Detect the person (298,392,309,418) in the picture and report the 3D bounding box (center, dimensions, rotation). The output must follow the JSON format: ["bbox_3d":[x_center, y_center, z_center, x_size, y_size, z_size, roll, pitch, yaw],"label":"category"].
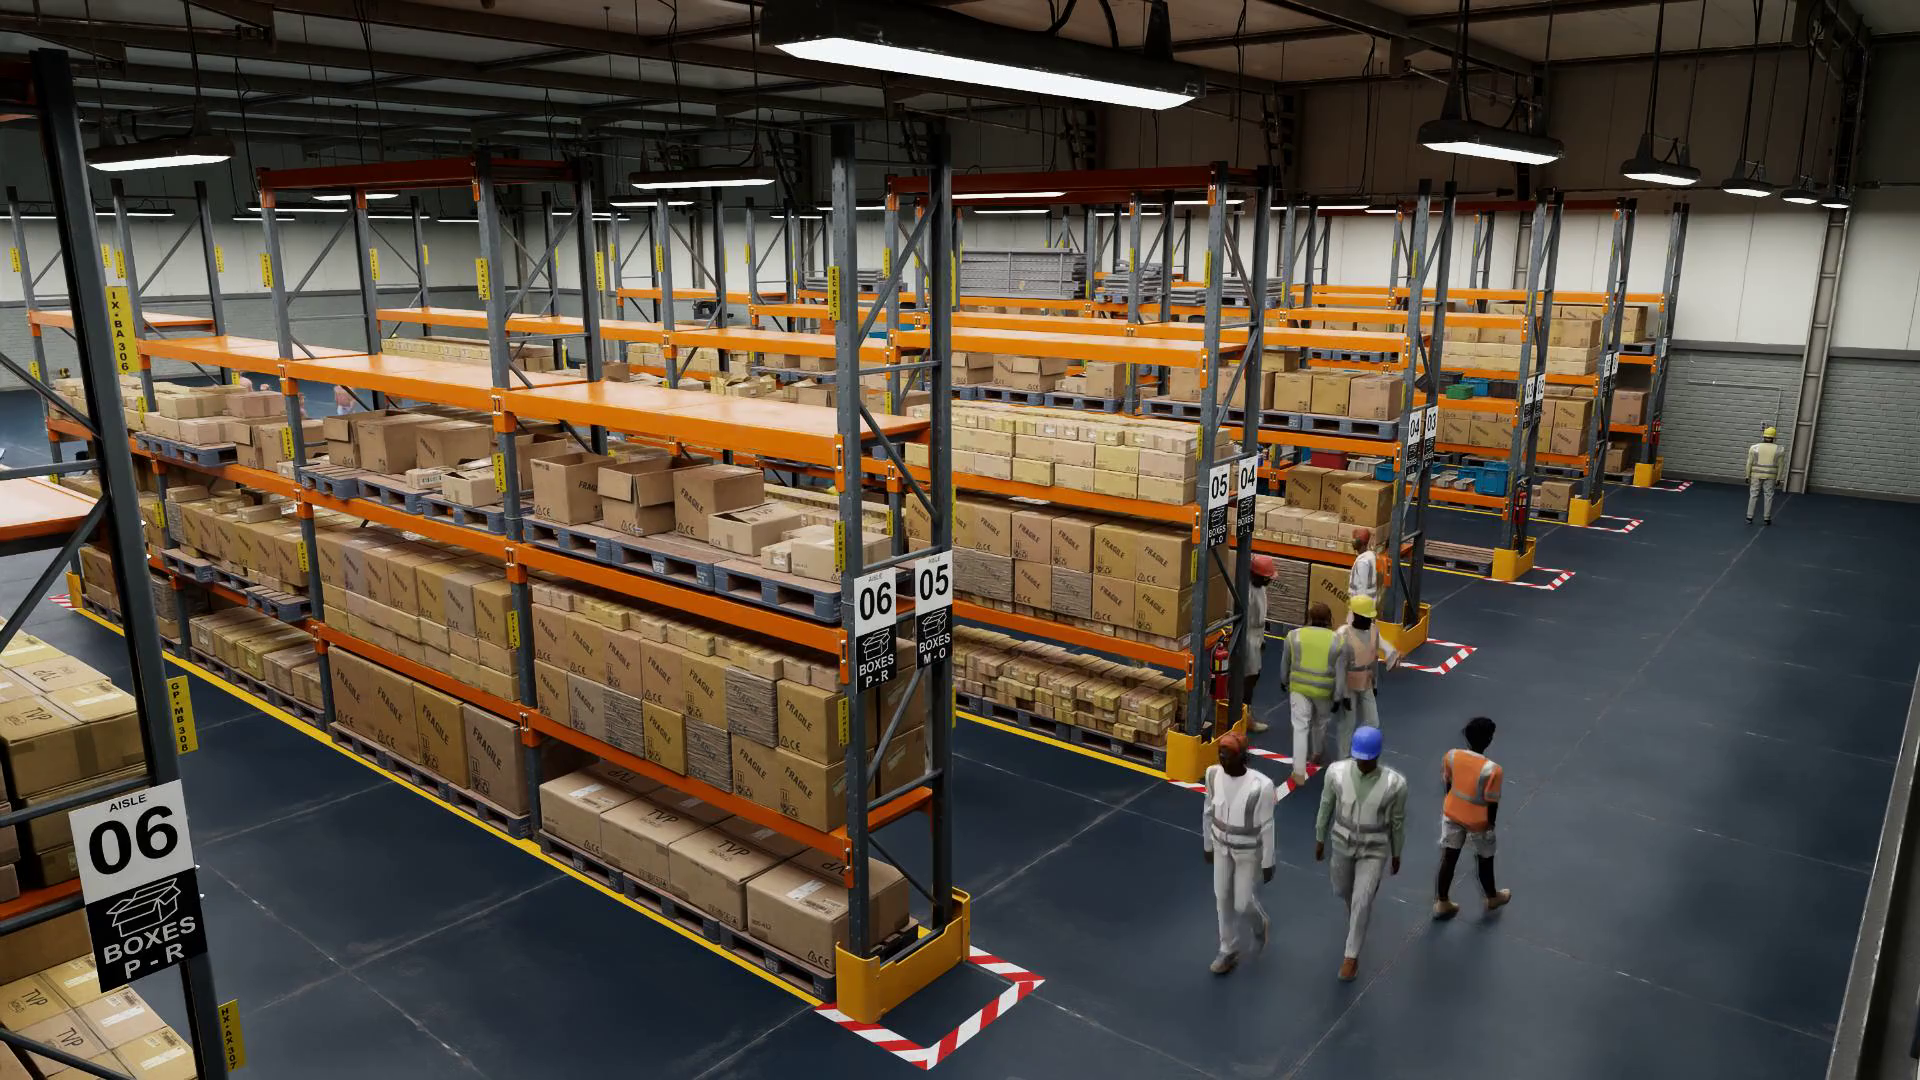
[{"bbox_3d":[-15.101,-2.423,28.699,0.817,1.879,0.644,-8,16,-31],"label":"person"}]

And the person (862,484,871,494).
[{"bbox_3d":[-2.138,-2.019,26.771,0.941,2.000,0.696,12,18,41],"label":"person"}]

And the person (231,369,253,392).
[{"bbox_3d":[-19.369,-3.710,33.966,0.655,1.887,0.773,-12,18,-40],"label":"person"}]

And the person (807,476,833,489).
[{"bbox_3d":[-2.999,-1.966,27.133,0.532,1.724,0.900,-8,16,-30],"label":"person"}]

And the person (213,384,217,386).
[{"bbox_3d":[-17.336,-2.687,29.564,0.663,1.969,0.648,-11,17,-37],"label":"person"}]

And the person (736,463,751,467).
[{"bbox_3d":[-5.157,-2.777,29.793,0.396,2.042,0.610,-13,19,-43],"label":"person"}]

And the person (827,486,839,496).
[{"bbox_3d":[-1.807,0.116,18.392,0.710,1.808,0.607,12,18,41],"label":"person"}]

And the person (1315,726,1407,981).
[{"bbox_3d":[3.007,2.239,9.446,0.639,1.916,0.821,7,16,28],"label":"person"}]

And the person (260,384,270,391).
[{"bbox_3d":[-16.744,-2.873,30.630,0.636,1.854,1.045,-1,14,-6],"label":"person"}]

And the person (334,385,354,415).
[{"bbox_3d":[-16.551,-3.609,33.889,0.540,1.714,0.904,0,14,1],"label":"person"}]

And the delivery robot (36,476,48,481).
[{"bbox_3d":[-19.319,-1.173,26.192,0.477,0.478,0.707,-2,14,-10],"label":"delivery robot"}]

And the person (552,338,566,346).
[{"bbox_3d":[-15.031,-6.930,47.306,0.506,1.839,0.343,-9,17,-34],"label":"person"}]

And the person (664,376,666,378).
[{"bbox_3d":[-11.067,-6.708,46.212,0.637,1.925,0.623,10,17,35],"label":"person"}]

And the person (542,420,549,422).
[{"bbox_3d":[-10.080,-2.863,30.543,0.429,1.856,0.520,-1,14,-5],"label":"person"}]

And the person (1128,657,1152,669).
[{"bbox_3d":[2.278,0.898,15.532,0.507,1.631,0.266,-13,19,-43],"label":"person"}]

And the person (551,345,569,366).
[{"bbox_3d":[-14.190,-6.273,44.652,0.633,1.811,0.837,-7,15,-26],"label":"person"}]

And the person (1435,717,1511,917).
[{"bbox_3d":[4.132,2.200,10.079,0.707,1.664,0.551,-8,16,-31],"label":"person"}]

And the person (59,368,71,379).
[{"bbox_3d":[-24.324,-3.746,34.200,0.791,1.851,0.509,-7,15,-26],"label":"person"}]

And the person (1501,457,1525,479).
[{"bbox_3d":[12.012,-2.151,27.528,0.964,1.894,0.647,9,16,32],"label":"person"}]

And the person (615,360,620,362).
[{"bbox_3d":[-9.547,-4.100,35.466,0.375,1.934,0.547,-5,15,-20],"label":"person"}]

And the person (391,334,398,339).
[{"bbox_3d":[-21.048,-6.828,47.051,0.320,1.763,0.522,7,15,26],"label":"person"}]

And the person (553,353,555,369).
[{"bbox_3d":[-13.425,-5.400,41.280,0.846,1.708,0.495,1,14,2],"label":"person"}]

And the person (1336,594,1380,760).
[{"bbox_3d":[3.996,1.465,12.614,0.614,1.911,0.476,-7,15,-25],"label":"person"}]

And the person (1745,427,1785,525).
[{"bbox_3d":[15.197,-1.216,23.810,0.591,1.834,0.404,9,16,33],"label":"person"}]

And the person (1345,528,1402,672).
[{"bbox_3d":[5.076,0.778,15.568,0.788,1.863,0.599,7,15,25],"label":"person"}]

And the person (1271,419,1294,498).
[{"bbox_3d":[6.625,-1.707,25.724,0.619,1.902,0.713,-9,17,-34],"label":"person"}]

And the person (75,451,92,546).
[{"bbox_3d":[-15.332,-0.778,22.339,0.750,1.672,0.536,-9,16,-33],"label":"person"}]

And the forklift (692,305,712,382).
[{"bbox_3d":[-9.511,-7.392,47.124,1.873,2.768,1.129,11,17,38],"label":"forklift"}]

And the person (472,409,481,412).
[{"bbox_3d":[-10.055,-1.882,26.300,0.624,1.962,0.963,-10,17,-35],"label":"person"}]

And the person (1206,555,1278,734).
[{"bbox_3d":[3.115,1.110,13.865,0.684,2.016,0.626,7,15,25],"label":"person"}]

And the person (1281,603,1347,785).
[{"bbox_3d":[3.554,1.505,12.723,0.643,1.779,0.983,5,15,20],"label":"person"}]

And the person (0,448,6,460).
[{"bbox_3d":[-23.288,-2.758,30.020,0.582,1.895,0.655,-7,15,-27],"label":"person"}]

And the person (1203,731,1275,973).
[{"bbox_3d":[2.064,2.286,9.326,0.599,1.870,0.478,12,18,41],"label":"person"}]

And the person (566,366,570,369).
[{"bbox_3d":[-11.481,-4.258,36.776,0.666,1.622,0.528,-7,15,-26],"label":"person"}]

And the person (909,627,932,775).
[{"bbox_3d":[-0.376,1.630,12.551,0.370,1.617,0.520,8,16,30],"label":"person"}]

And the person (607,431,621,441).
[{"bbox_3d":[-6.745,-1.352,24.171,0.542,1.930,0.366,-13,19,-42],"label":"person"}]
